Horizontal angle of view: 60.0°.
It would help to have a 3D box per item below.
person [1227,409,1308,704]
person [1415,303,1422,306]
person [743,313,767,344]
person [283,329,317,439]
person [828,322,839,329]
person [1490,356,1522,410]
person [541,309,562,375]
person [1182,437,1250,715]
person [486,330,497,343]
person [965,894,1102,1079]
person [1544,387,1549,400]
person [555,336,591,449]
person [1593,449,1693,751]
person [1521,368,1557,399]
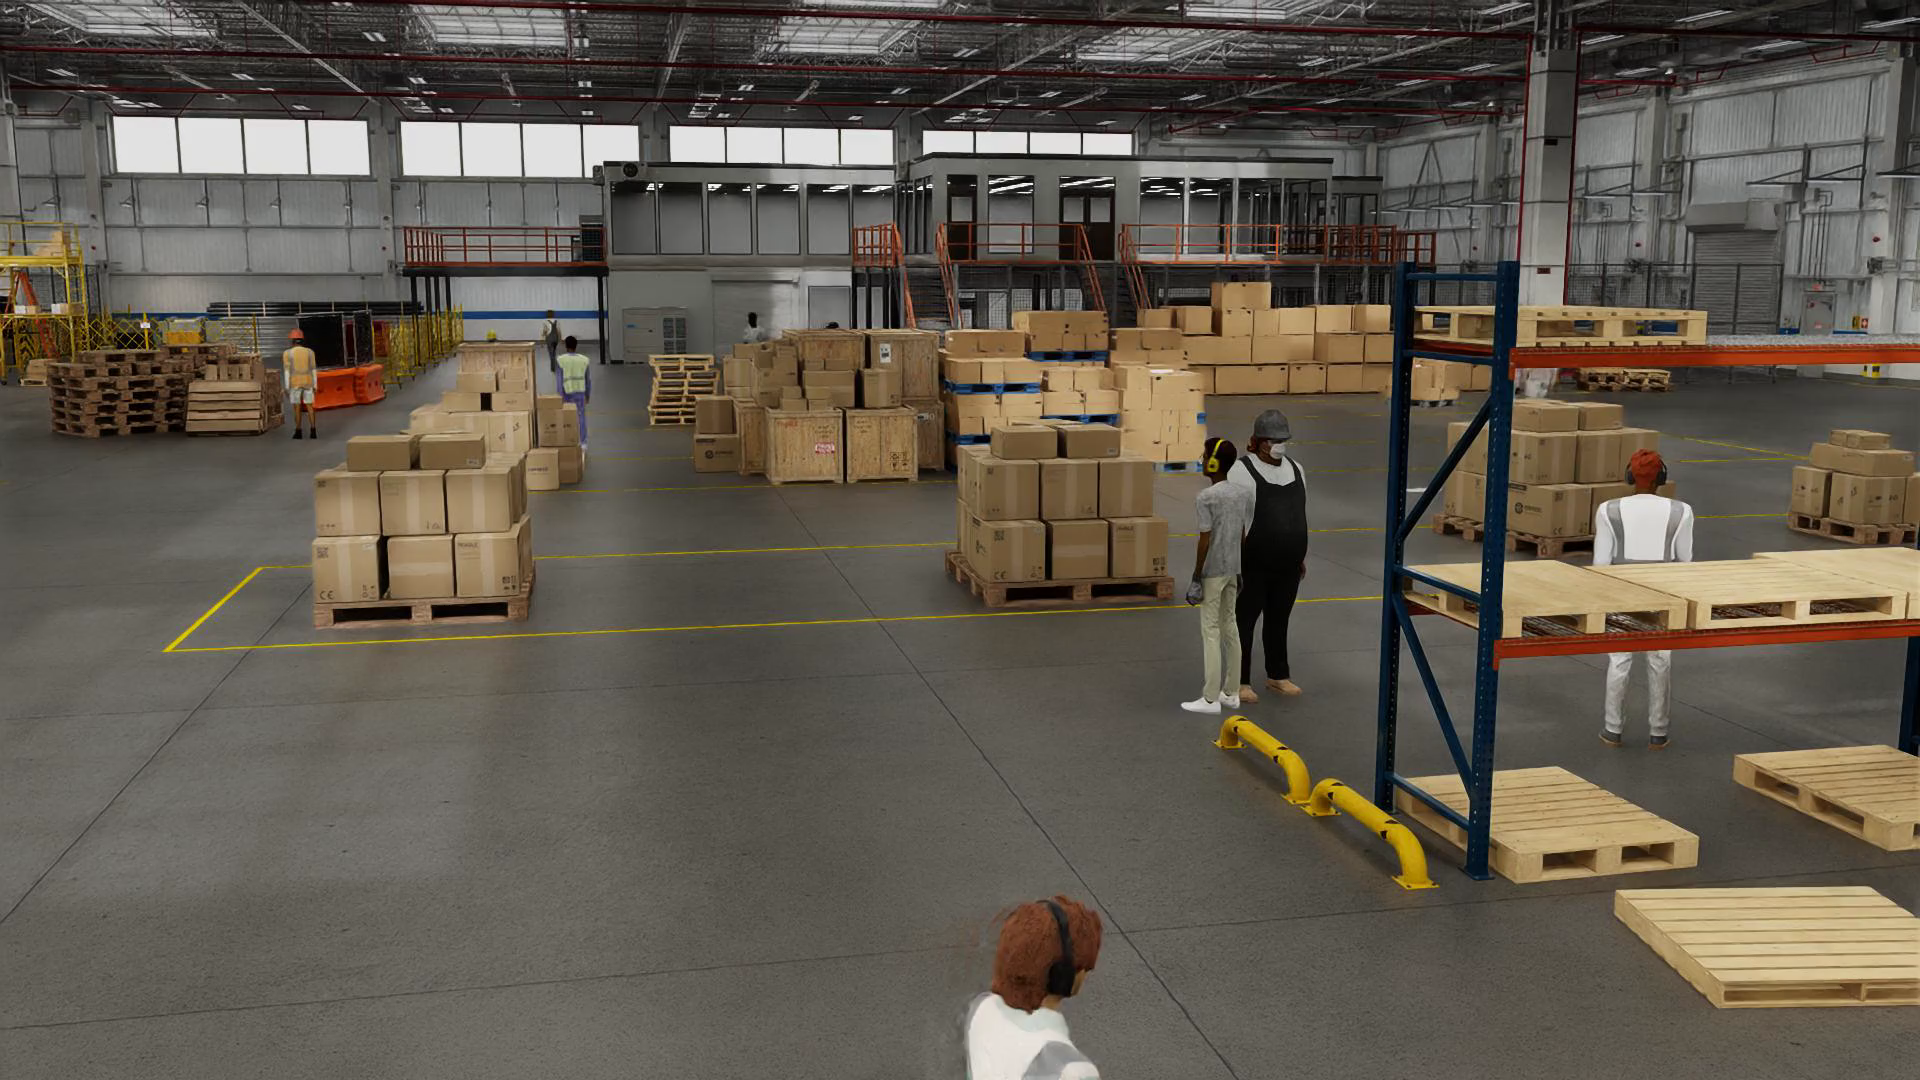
[{"bbox_3d":[2.156,0.107,11.527,0.686,2.000,0.538,-5,11,-28],"label":"person"},{"bbox_3d":[13.467,-5.971,48.849,0.605,1.949,0.401,-5,10,-26],"label":"person"},{"bbox_3d":[-4.955,-4.500,39.995,0.625,1.913,1.002,5,11,29],"label":"person"},{"bbox_3d":[-11.556,-2.730,29.135,0.552,1.934,0.373,-7,11,-35],"label":"person"},{"bbox_3d":[-2.623,-3.700,35.349,0.860,1.835,0.547,0,9,-3],"label":"person"},{"bbox_3d":[9.735,-2.767,29.708,0.663,1.823,0.439,-3,10,-17],"label":"person"},{"bbox_3d":[-11.542,-5.566,46.767,0.549,1.818,0.785,-9,13,-44],"label":"person"},{"bbox_3d":[1.723,0.245,11.213,0.542,1.871,0.319,-9,13,-42],"label":"person"},{"bbox_3d":[-9.522,-3.442,34.109,0.526,1.736,0.798,1,9,4],"label":"person"},{"bbox_3d":[0.181,1.594,3.744,0.384,1.624,0.521,-3,10,-20],"label":"person"},{"bbox_3d":[12.933,-3.929,37.031,0.490,1.743,0.324,-7,12,-38],"label":"person"},{"bbox_3d":[-6.423,-2.446,27.628,0.614,1.859,1.022,-6,11,-31],"label":"person"},{"bbox_3d":[4.238,0.374,10.367,0.572,1.886,0.358,3,10,19],"label":"person"},{"bbox_3d":[10.415,-2.821,29.789,0.685,1.903,0.644,-1,9,-9],"label":"person"}]
